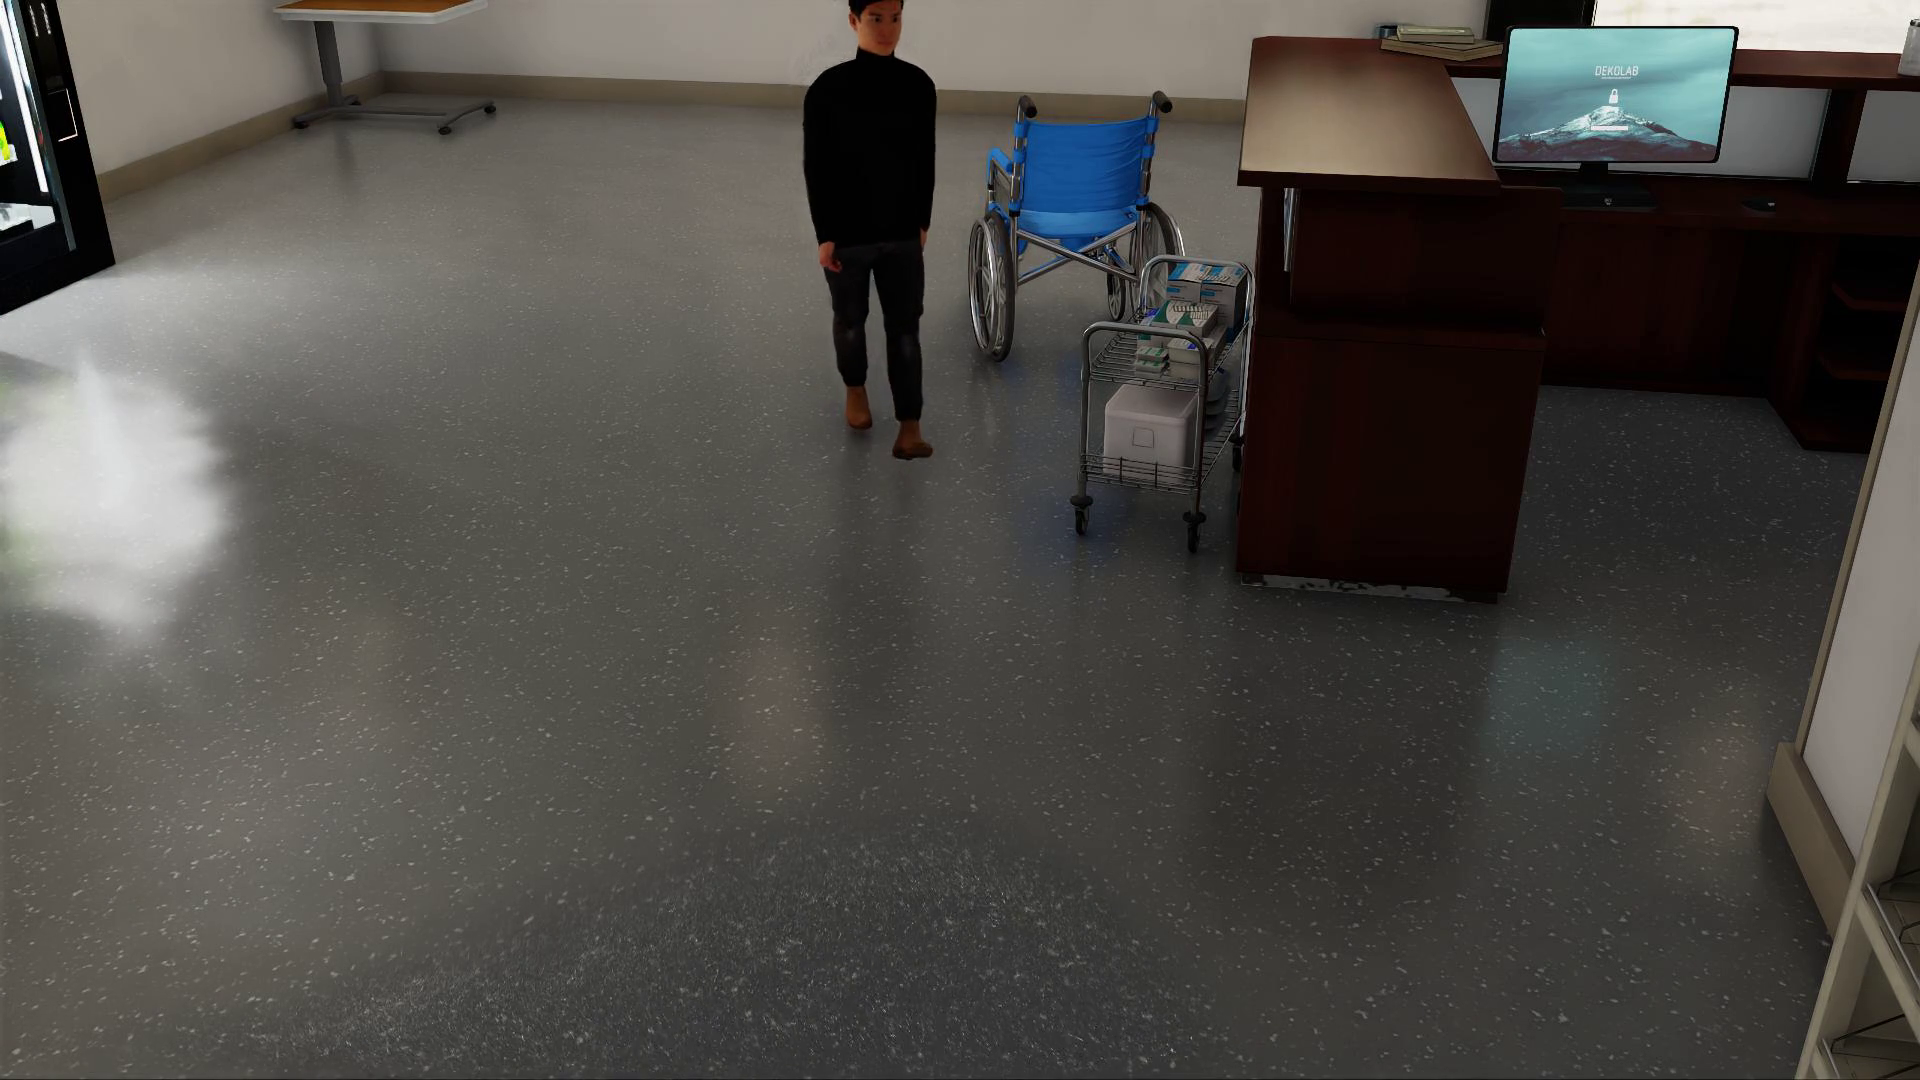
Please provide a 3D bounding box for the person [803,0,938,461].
[{"bbox_3d":[-0.344,-1.154,6.035,0.923,1.681,1.173,-5,26,-11],"label":"person"}]
